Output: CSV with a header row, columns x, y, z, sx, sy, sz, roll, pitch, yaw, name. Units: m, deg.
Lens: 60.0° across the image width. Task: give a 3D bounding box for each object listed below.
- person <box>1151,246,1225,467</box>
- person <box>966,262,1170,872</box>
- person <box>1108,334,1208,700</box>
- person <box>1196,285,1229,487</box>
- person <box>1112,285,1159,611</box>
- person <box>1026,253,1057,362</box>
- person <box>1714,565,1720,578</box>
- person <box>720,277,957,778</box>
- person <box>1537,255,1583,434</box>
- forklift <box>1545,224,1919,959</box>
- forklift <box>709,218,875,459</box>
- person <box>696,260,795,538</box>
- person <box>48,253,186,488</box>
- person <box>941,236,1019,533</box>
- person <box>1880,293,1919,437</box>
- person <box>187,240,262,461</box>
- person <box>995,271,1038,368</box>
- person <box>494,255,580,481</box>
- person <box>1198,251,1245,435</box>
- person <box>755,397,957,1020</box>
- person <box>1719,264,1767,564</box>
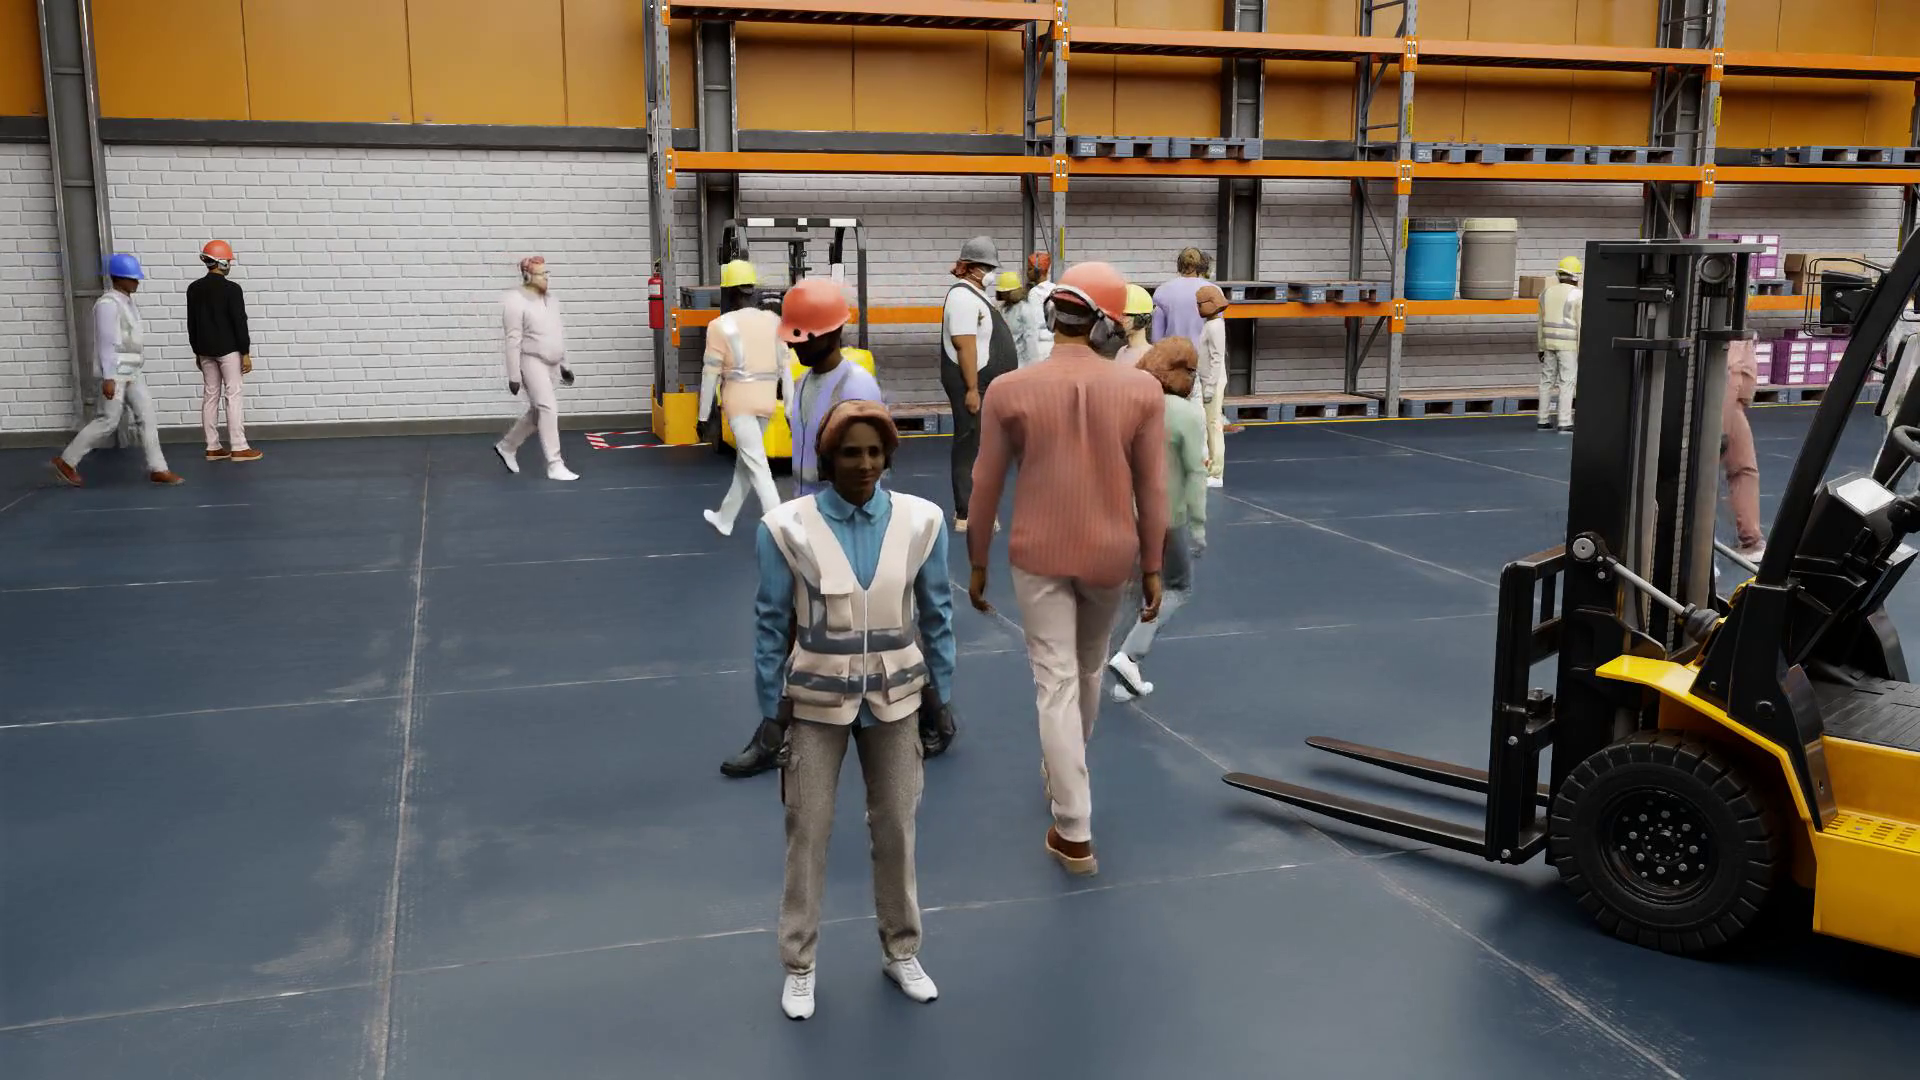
x,y,z,sx,sy,sz,roll,pitch,yaw,name
1.970,-1.551,14.355,0.636,1.938,0.358,4,11,20,person
0.332,0.051,5.578,0.651,1.924,0.970,-1,10,-8,person
0.803,-0.075,7.138,0.579,1.609,0.415,9,14,42,person
2.028,-1.245,13.514,0.281,1.633,0.499,1,10,5,person
0.926,-0.494,9.034,0.308,1.769,0.525,-3,11,-17,person
0.804,-1.820,16.037,0.364,1.873,0.591,5,12,28,person
3.855,-0.542,9.178,0.963,1.818,0.561,-2,11,-13,person
-0.428,-0.047,6.279,0.890,1.888,0.532,-8,13,-37,person
6.243,-2.017,17.201,0.404,1.830,0.600,-6,12,-28,person
2.909,0.117,4.508,2.313,2.155,1.214,9,14,40,forklift
-1.522,-1.778,14.899,1.214,2.155,2.313,-3,11,-17,forklift
-1.418,-0.872,10.820,1.032,1.864,0.609,10,14,44,person
-6.855,-1.352,13.398,0.912,1.903,0.655,-1,10,-5,person
0.137,-1.084,11.513,0.536,2.000,0.672,0,10,1,person
6.768,-1.045,11.864,0.650,1.843,0.514,-6,12,-30,person
-6.674,-1.709,15.063,0.618,1.993,0.396,4,11,19,person
0.485,-1.584,15.146,0.477,1.705,0.580,-7,13,-34,person
-3.597,-1.447,13.973,0.882,1.875,0.647,3,11,18,person
2.363,-1.974,16.865,1.059,1.890,0.637,-1,10,-4,person
-0.270,0.441,4.303,0.529,1.627,0.322,-3,11,-17,person
4.650,-0.771,10.303,0.979,1.866,0.656,0,10,-1,person
